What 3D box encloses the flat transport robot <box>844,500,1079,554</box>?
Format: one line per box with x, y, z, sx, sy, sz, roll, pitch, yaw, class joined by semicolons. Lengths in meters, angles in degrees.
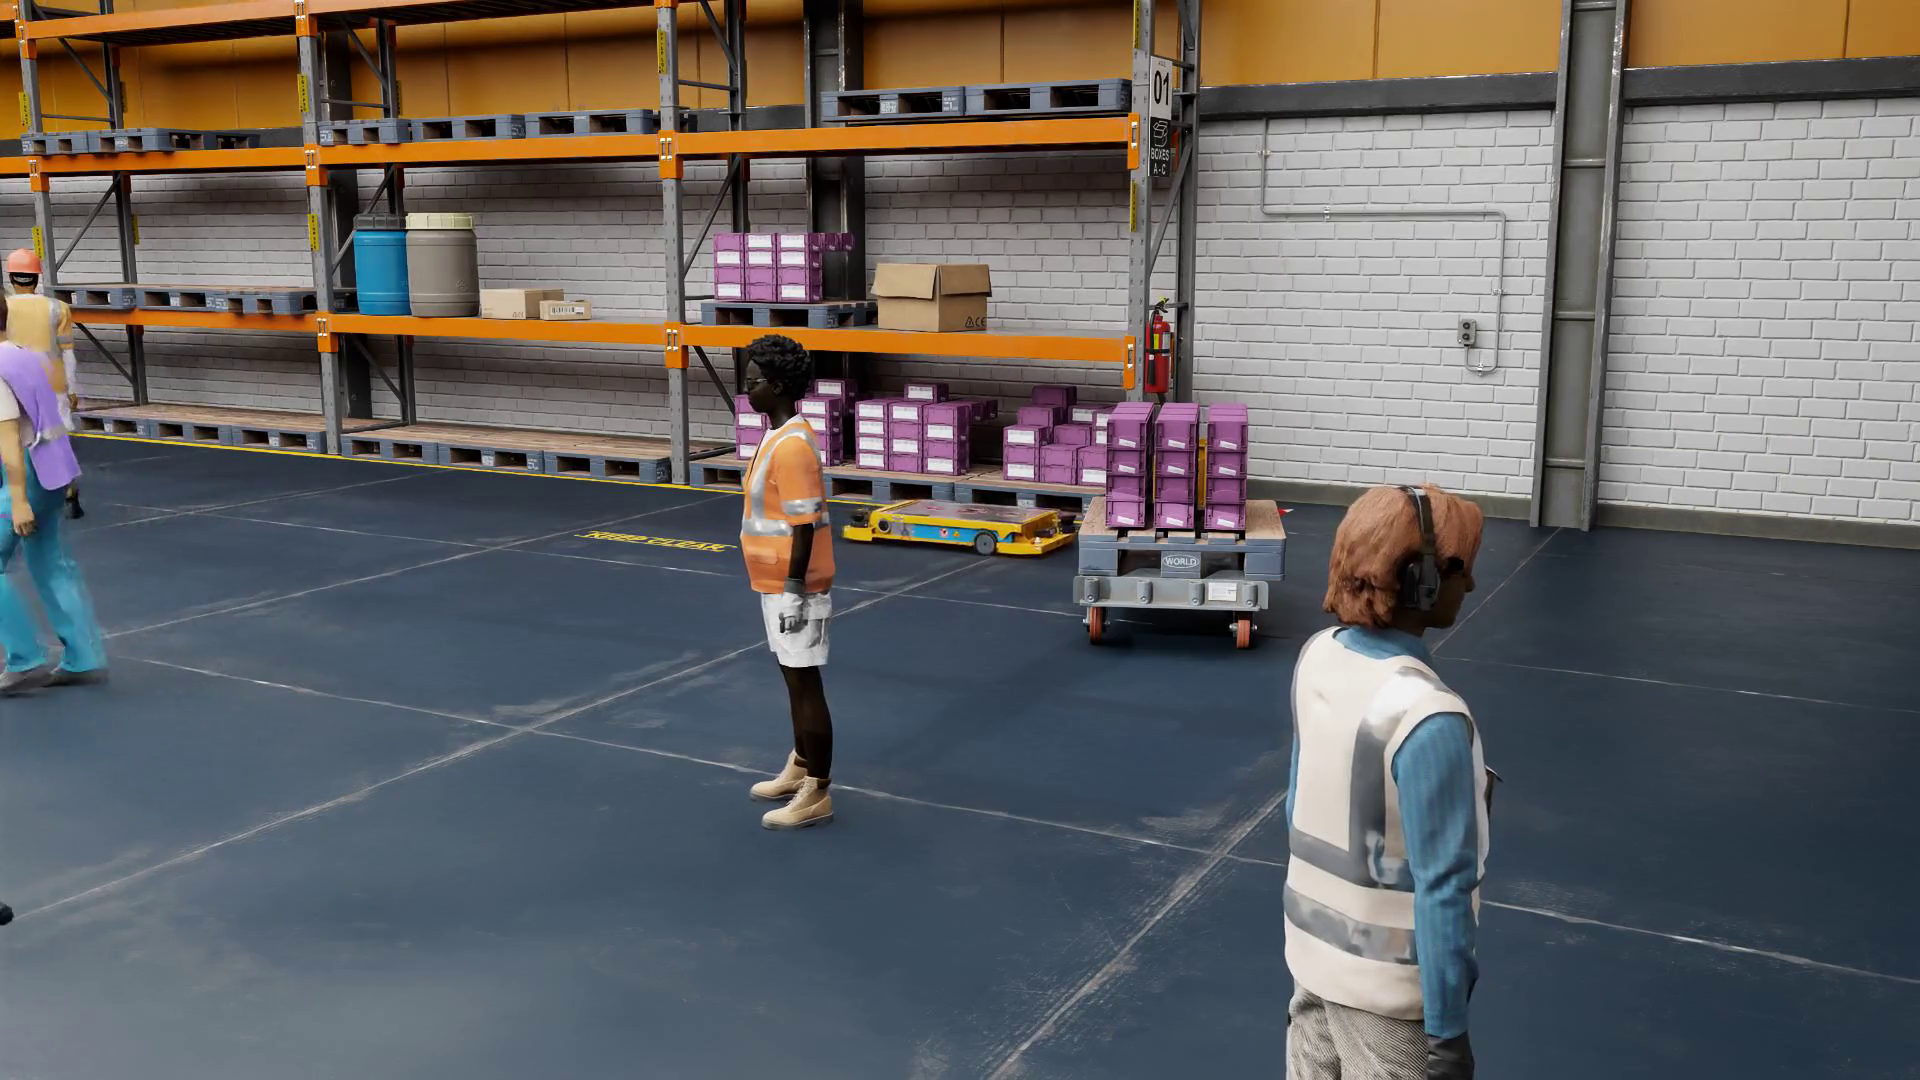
0.012;-0.101;10.978;1.431;0.197;0.652;5;11;26;flat transport robot

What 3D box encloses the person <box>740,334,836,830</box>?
-0.592;0.144;5.727;0.320;1.695;0.538;-2;11;-11;person

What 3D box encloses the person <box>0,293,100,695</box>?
-4.172;-0.204;7.308;0.603;1.816;0.625;-3;11;-15;person

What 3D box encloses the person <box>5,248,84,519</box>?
-6.582;-1.091;11.833;0.547;1.938;0.377;-6;12;-31;person

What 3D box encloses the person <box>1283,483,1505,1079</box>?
0.683;0.721;2.728;0.306;1.637;0.524;-2;11;-12;person
